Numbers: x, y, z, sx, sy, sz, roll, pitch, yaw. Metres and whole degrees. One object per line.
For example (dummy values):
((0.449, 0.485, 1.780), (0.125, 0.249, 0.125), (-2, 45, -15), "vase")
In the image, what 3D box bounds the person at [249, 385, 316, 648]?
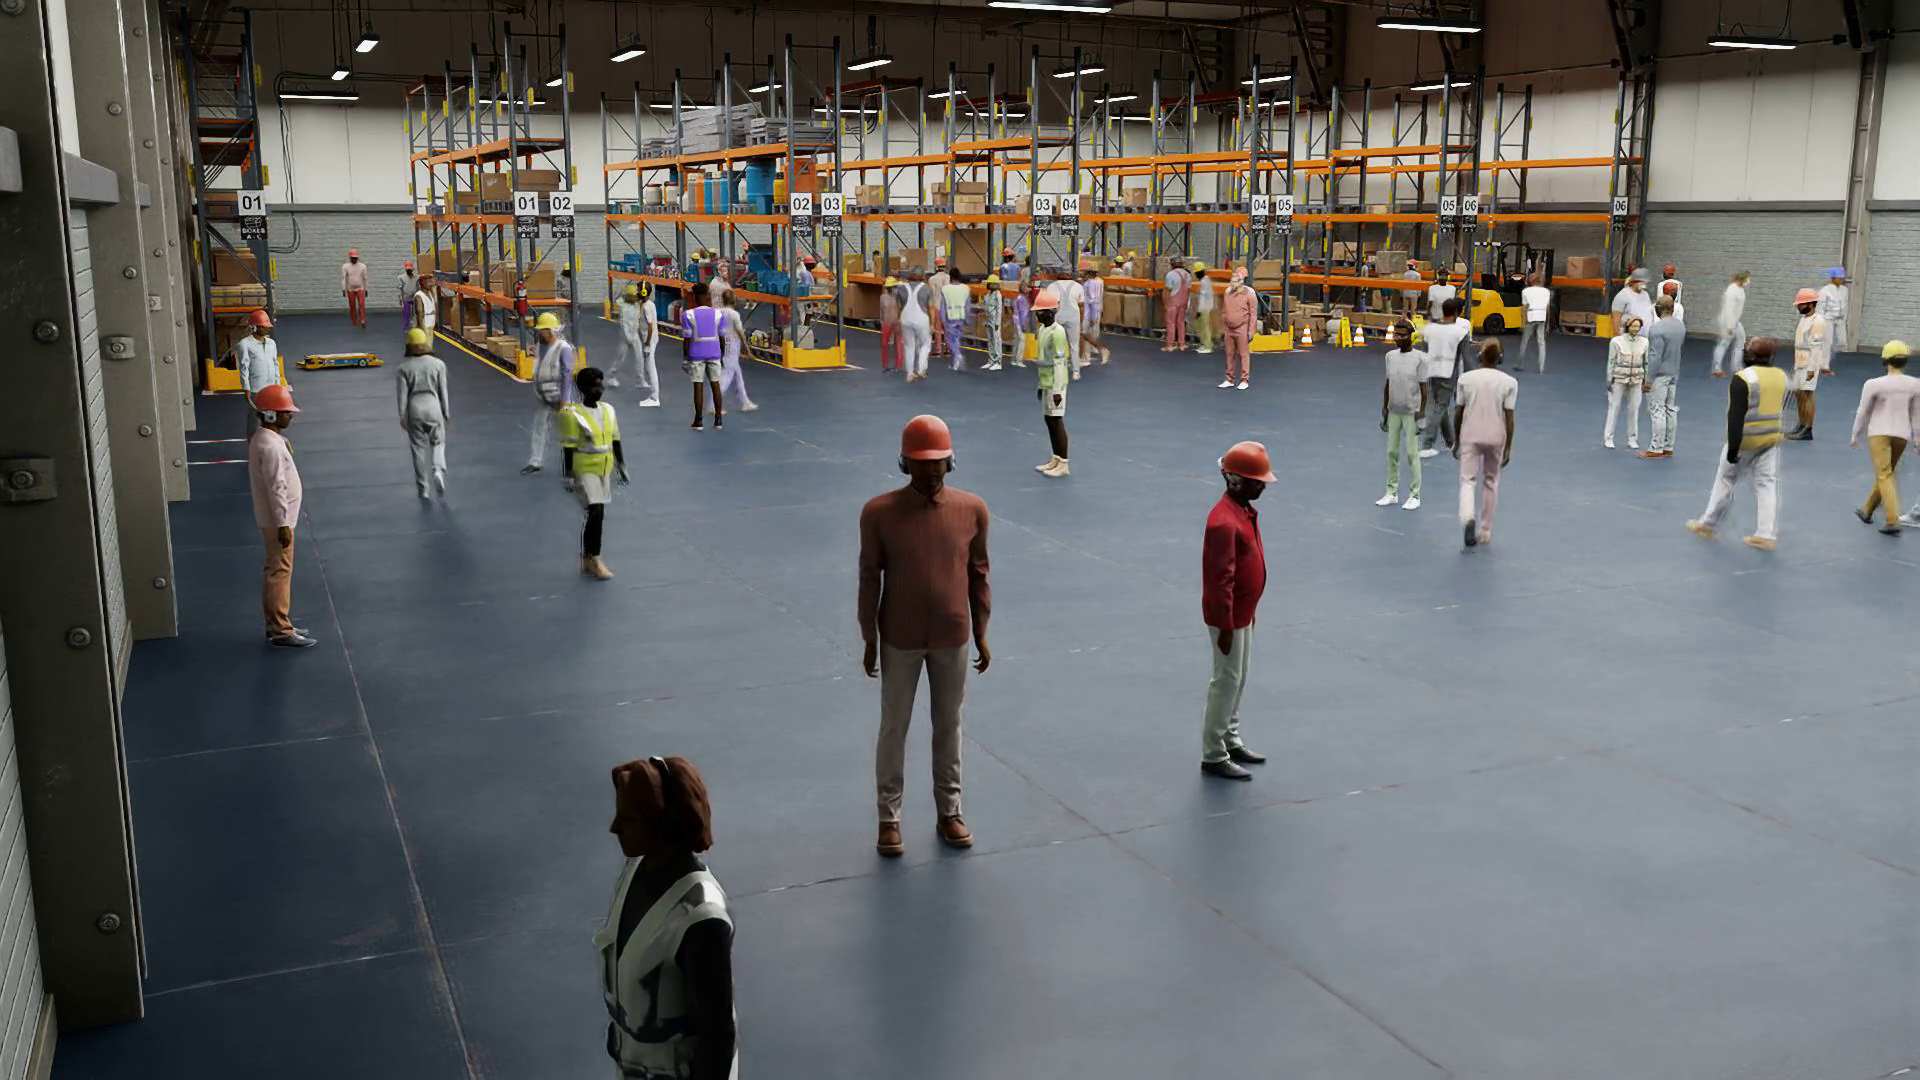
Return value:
((-4.526, -0.161, 11.086), (0.337, 1.747, 0.576), (-6, 13, -28), "person")

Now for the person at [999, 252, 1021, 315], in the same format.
((1.272, -6.303, 41.962), (0.663, 1.895, 0.403), (9, 14, 39), "person")

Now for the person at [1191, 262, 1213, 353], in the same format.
((4.974, -4.770, 34.175), (0.577, 1.877, 0.676), (2, 11, 11), "person")

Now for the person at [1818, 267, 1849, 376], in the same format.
((15.461, -3.868, 29.457), (0.642, 1.930, 0.440), (-3, 12, -15), "person")

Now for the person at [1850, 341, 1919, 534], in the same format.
((8.413, -0.942, 15.118), (0.531, 1.720, 0.917), (0, 11, 2), "person")

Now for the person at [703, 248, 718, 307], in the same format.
((-6.910, -7.193, 46.458), (0.631, 1.888, 0.577), (0, 11, -1), "person")

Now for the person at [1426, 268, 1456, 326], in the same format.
((8.873, -4.072, 30.680), (0.526, 1.864, 0.315), (0, 11, 0), "person")

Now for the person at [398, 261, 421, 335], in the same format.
((-12.994, -5.726, 39.361), (0.575, 1.749, 0.335), (-7, 13, -31), "person")

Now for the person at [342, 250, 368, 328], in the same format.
((-15.048, -6.230, 41.398), (0.630, 1.952, 0.984), (-4, 12, -21), "person")

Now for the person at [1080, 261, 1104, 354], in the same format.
((2.676, -4.804, 34.319), (0.593, 1.903, 0.746), (-5, 12, -25), "person")

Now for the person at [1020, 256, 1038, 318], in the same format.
((1.725, -6.103, 41.122), (0.540, 1.832, 0.961), (-4, 12, -21), "person")

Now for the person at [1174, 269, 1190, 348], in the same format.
((4.751, -4.932, 35.505), (0.320, 1.685, 0.539), (-1, 11, -7), "person")

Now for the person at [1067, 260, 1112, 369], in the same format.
((2.421, -4.185, 30.859), (0.851, 2.021, 0.615), (-2, 11, -10), "person")

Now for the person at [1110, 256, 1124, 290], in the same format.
((4.126, -6.541, 43.501), (0.343, 1.756, 0.518), (-6, 13, -28), "person")

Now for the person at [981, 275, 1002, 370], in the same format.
((0.600, -4.021, 30.720), (0.289, 1.746, 0.487), (-6, 13, -27), "person")

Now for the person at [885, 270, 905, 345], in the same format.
((-1.401, -5.084, 36.388), (0.514, 1.642, 0.311), (-5, 12, -22), "person")

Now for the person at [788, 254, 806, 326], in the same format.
((-3.889, -5.838, 39.530), (0.407, 1.913, 0.641), (-11, 16, -44), "person")

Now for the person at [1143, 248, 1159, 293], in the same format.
((4.865, -6.448, 42.337), (0.418, 2.034, 0.604), (-4, 12, -18), "person")

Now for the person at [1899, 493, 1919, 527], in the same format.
((8.995, -0.901, 15.021), (0.855, 1.677, 0.502), (5, 12, 25), "person")

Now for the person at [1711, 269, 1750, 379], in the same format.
((13.450, -3.721, 28.783), (0.793, 1.896, 0.669), (9, 14, 38), "person")

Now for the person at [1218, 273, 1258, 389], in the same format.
((4.536, -3.422, 27.271), (0.402, 1.904, 0.651), (-11, 16, -44), "person")

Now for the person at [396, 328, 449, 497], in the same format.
((-5.421, -1.276, 16.804), (0.501, 1.725, 0.462), (-4, 12, -20), "person")

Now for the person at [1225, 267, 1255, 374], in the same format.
((4.956, -3.866, 29.482), (0.542, 1.928, 0.399), (5, 12, 23), "person")

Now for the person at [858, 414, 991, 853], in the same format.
((-0.149, 0.424, 7.494), (0.613, 1.994, 0.395), (-3, 11, -14), "person")

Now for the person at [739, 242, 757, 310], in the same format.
((-6.297, -7.859, 49.507), (0.609, 2.033, 0.410), (3, 12, 16), "person")

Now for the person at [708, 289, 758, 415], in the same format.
((-3.286, -2.691, 23.839), (0.938, 1.797, 0.505), (-8, 14, -36), "person")

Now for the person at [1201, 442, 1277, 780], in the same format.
((1.421, 0.356, 8.496), (0.355, 1.738, 0.574), (4, 12, 20), "person")

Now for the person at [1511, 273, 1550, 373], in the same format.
((10.405, -3.933, 30.185), (0.597, 1.789, 0.807), (-2, 11, -9), "person")

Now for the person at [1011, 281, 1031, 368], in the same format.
((1.137, -4.031, 31.133), (0.397, 1.612, 0.629), (2, 11, 10), "person")

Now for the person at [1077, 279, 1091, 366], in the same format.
((2.310, -4.093, 31.349), (0.311, 1.642, 0.513), (-6, 13, -29), "person")

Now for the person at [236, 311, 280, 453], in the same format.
((-8.176, -1.812, 19.499), (0.350, 1.743, 0.563), (5, 12, 23), "person")

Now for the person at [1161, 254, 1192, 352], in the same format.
((4.482, -4.958, 34.727), (0.685, 2.000, 0.535), (-9, 14, -39), "person")

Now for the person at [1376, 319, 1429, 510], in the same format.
((4.335, -1.229, 16.254), (0.329, 1.861, 0.507), (-9, 14, -39), "person")

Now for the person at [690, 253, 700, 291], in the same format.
((-7.446, -7.198, 46.839), (0.337, 1.757, 0.518), (6, 13, 28), "person")
